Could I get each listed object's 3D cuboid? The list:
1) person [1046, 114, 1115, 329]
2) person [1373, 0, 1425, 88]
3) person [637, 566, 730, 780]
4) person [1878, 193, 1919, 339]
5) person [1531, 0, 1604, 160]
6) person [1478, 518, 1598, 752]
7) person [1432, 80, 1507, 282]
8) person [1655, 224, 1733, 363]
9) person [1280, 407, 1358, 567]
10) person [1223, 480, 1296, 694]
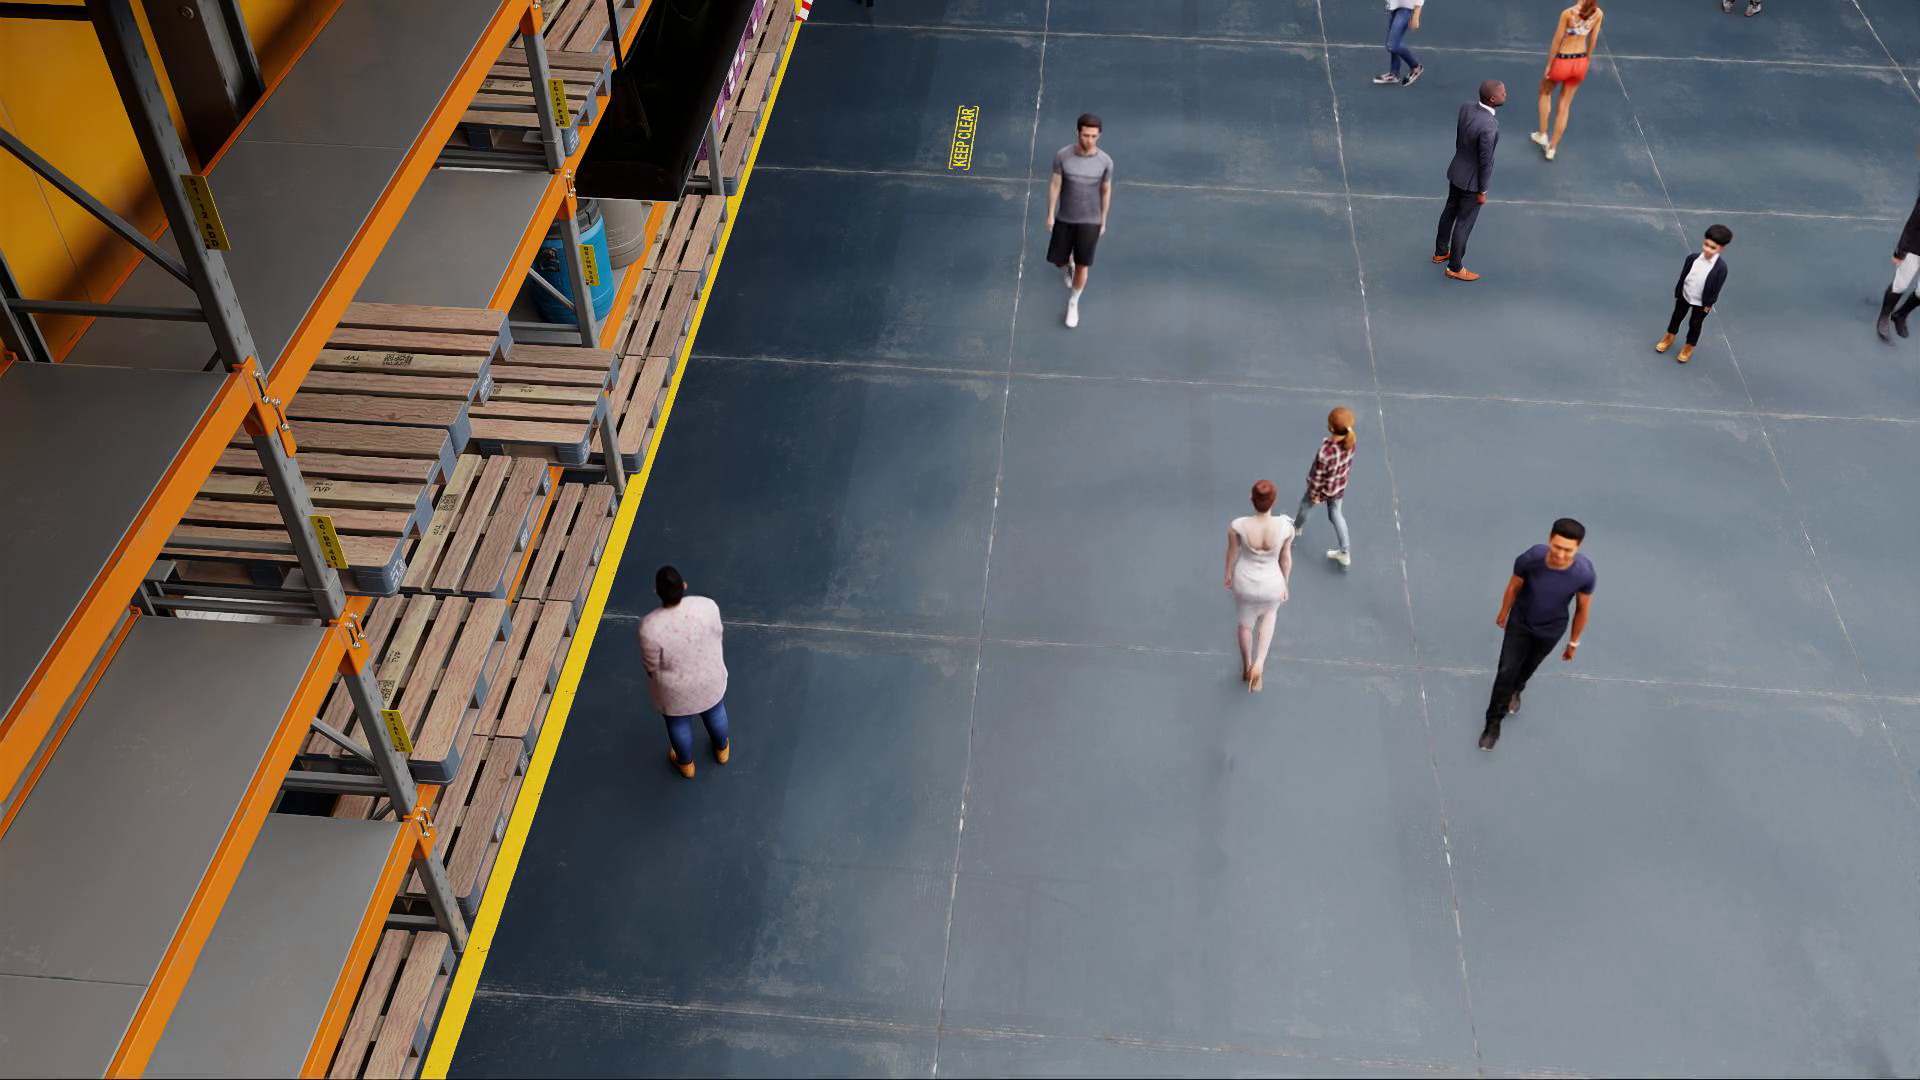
[{"bbox_3d":[0.988,-2.714,13.748,0.736,1.857,0.941,8,44,8],"label":"person"},{"bbox_3d":[4.532,-5.343,16.626,0.755,1.694,0.689,-4,44,-4],"label":"person"},{"bbox_3d":[-1.672,0.793,10.149,0.796,1.743,0.811,-19,47,-19],"label":"person"},{"bbox_3d":[7.789,-2.364,13.492,0.594,1.703,0.599,0,44,0],"label":"person"},{"bbox_3d":[5.701,-4.374,15.549,0.655,1.777,0.687,-1,44,-1],"label":"person"},{"bbox_3d":[3.655,0.466,10.475,0.823,1.767,1.027,14,45,14],"label":"person"},{"bbox_3d":[4.340,-3.084,14.161,0.812,1.824,0.643,-7,44,-8],"label":"person"},{"bbox_3d":[5.982,-2.021,13.481,0.624,1.222,0.571,-32,52,-29],"label":"person"},{"bbox_3d":[2.638,-0.360,11.697,0.867,1.279,0.981,-24,49,-23],"label":"person"},{"bbox_3d":[1.863,0.370,10.566,0.626,1.781,0.708,11,45,11],"label":"person"}]
